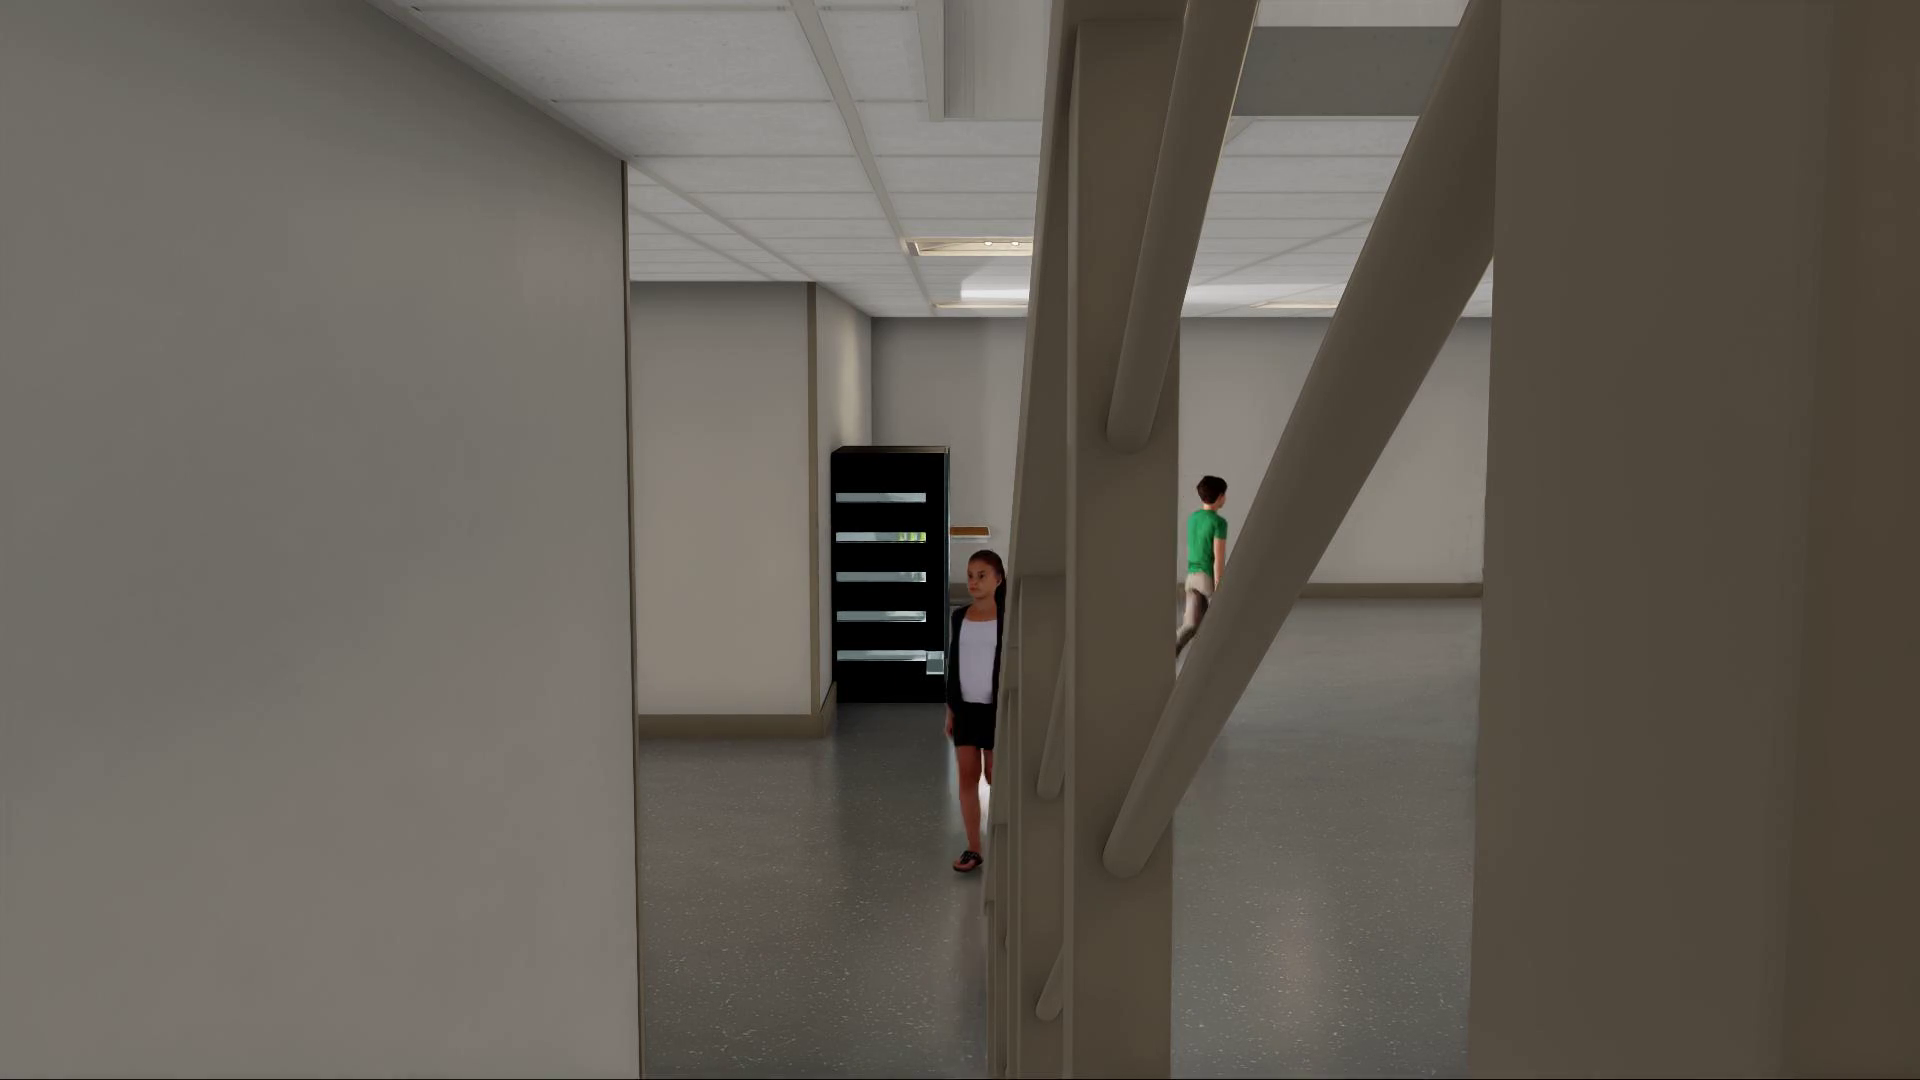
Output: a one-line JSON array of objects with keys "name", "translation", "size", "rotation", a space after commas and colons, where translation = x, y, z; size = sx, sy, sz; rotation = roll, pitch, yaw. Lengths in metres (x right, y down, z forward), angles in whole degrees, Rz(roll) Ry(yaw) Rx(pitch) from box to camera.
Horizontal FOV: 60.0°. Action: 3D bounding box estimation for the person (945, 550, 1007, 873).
[{"name": "person", "translation": [0.139, 0.819, 8.163], "size": [0.724, 1.541, 0.919], "rotation": [2, 6, 23]}]
